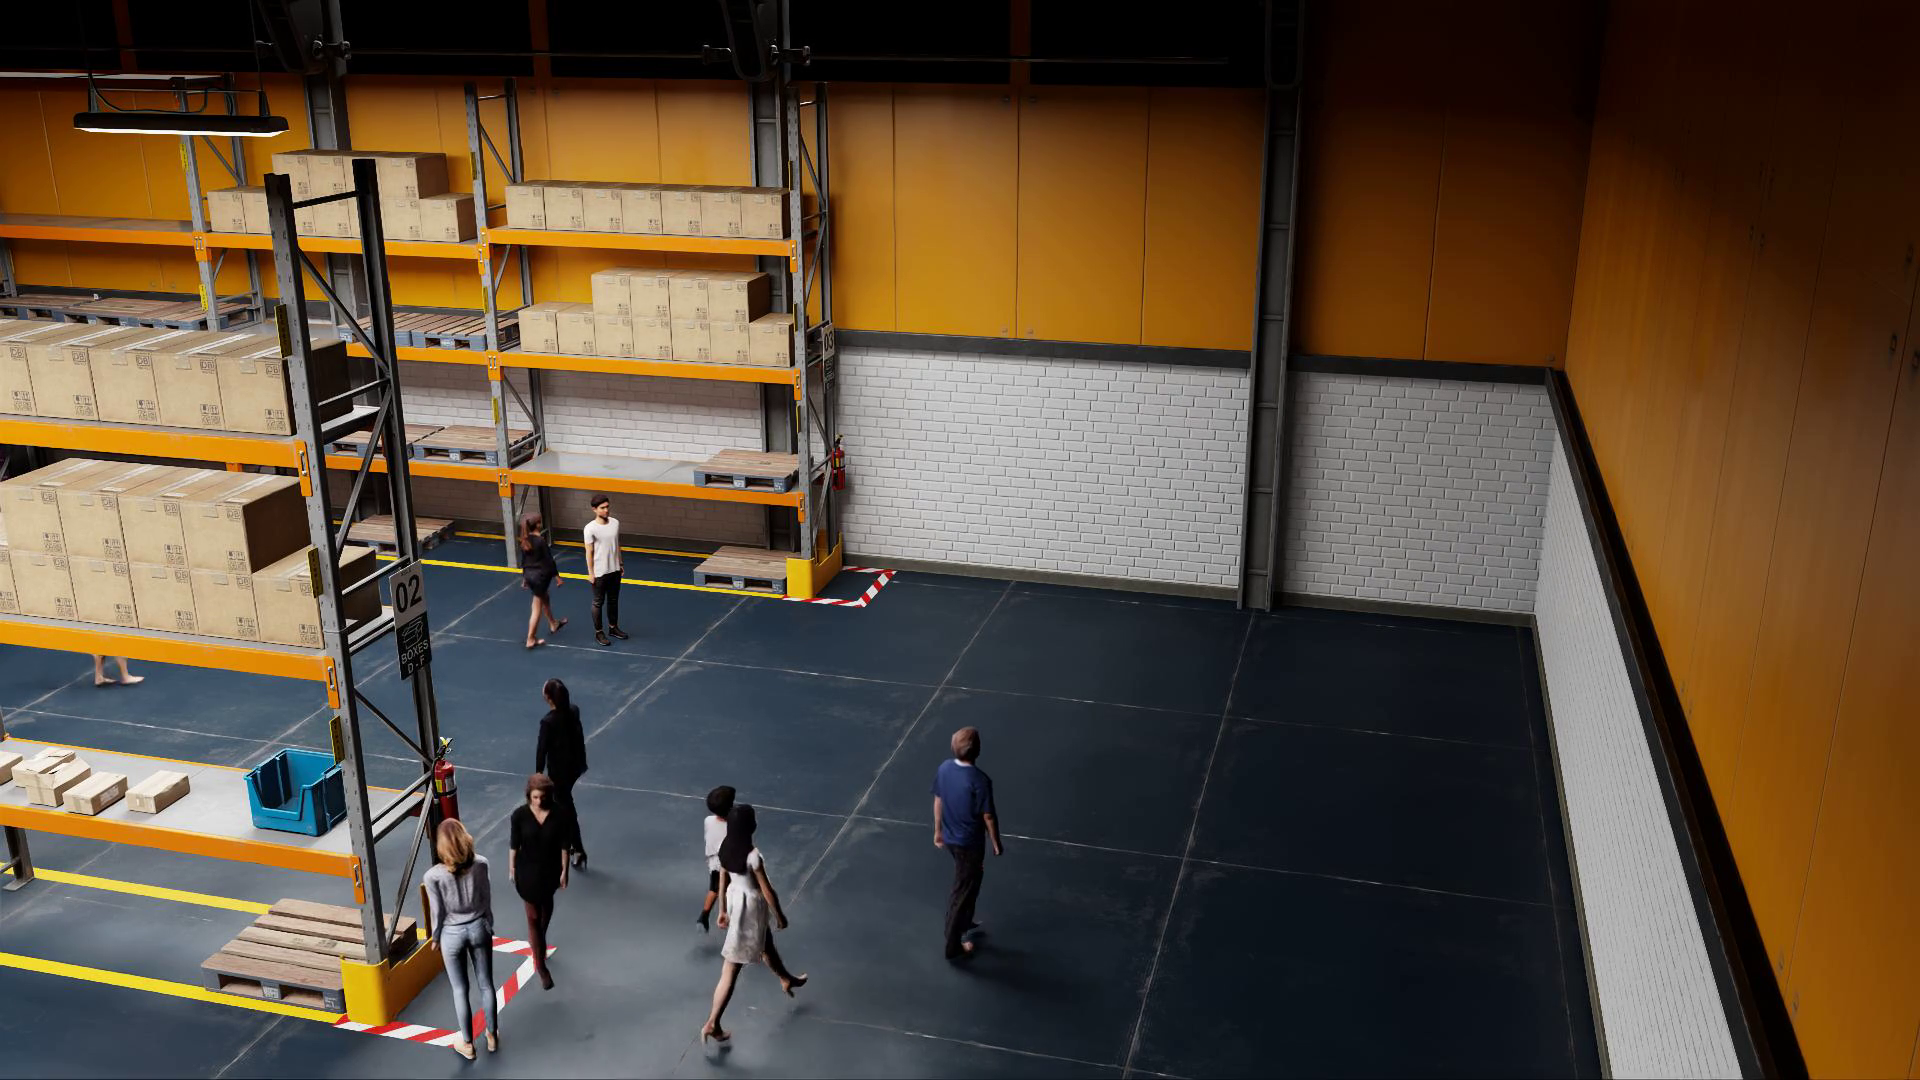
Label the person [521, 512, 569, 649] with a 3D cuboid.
[{"bbox_3d":[-4.759,0.463,18.532,0.948,1.524,0.797,13,22,33],"label":"person"}]

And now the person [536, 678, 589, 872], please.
[{"bbox_3d":[-3.219,1.967,13.792,0.670,1.698,0.650,9,21,26],"label":"person"}]

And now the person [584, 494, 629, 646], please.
[{"bbox_3d":[-3.993,0.304,18.695,0.683,1.722,0.700,15,24,38],"label":"person"}]

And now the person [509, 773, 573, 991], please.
[{"bbox_3d":[-3.140,2.446,12.436,1.075,1.656,1.065,-6,20,-18],"label":"person"}]

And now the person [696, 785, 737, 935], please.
[{"bbox_3d":[-1.873,2.506,12.898,0.727,1.248,0.658,11,21,29],"label":"person"}]

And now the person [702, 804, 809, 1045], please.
[{"bbox_3d":[-1.553,2.709,11.554,1.098,1.721,1.204,-17,25,-40],"label":"person"}]

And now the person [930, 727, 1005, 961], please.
[{"bbox_3d":[-0.029,2.316,12.520,0.911,1.850,0.853,-16,24,-39],"label":"person"}]

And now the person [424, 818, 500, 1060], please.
[{"bbox_3d":[-3.392,2.721,11.404,0.662,1.794,0.714,-12,22,-31],"label":"person"}]
